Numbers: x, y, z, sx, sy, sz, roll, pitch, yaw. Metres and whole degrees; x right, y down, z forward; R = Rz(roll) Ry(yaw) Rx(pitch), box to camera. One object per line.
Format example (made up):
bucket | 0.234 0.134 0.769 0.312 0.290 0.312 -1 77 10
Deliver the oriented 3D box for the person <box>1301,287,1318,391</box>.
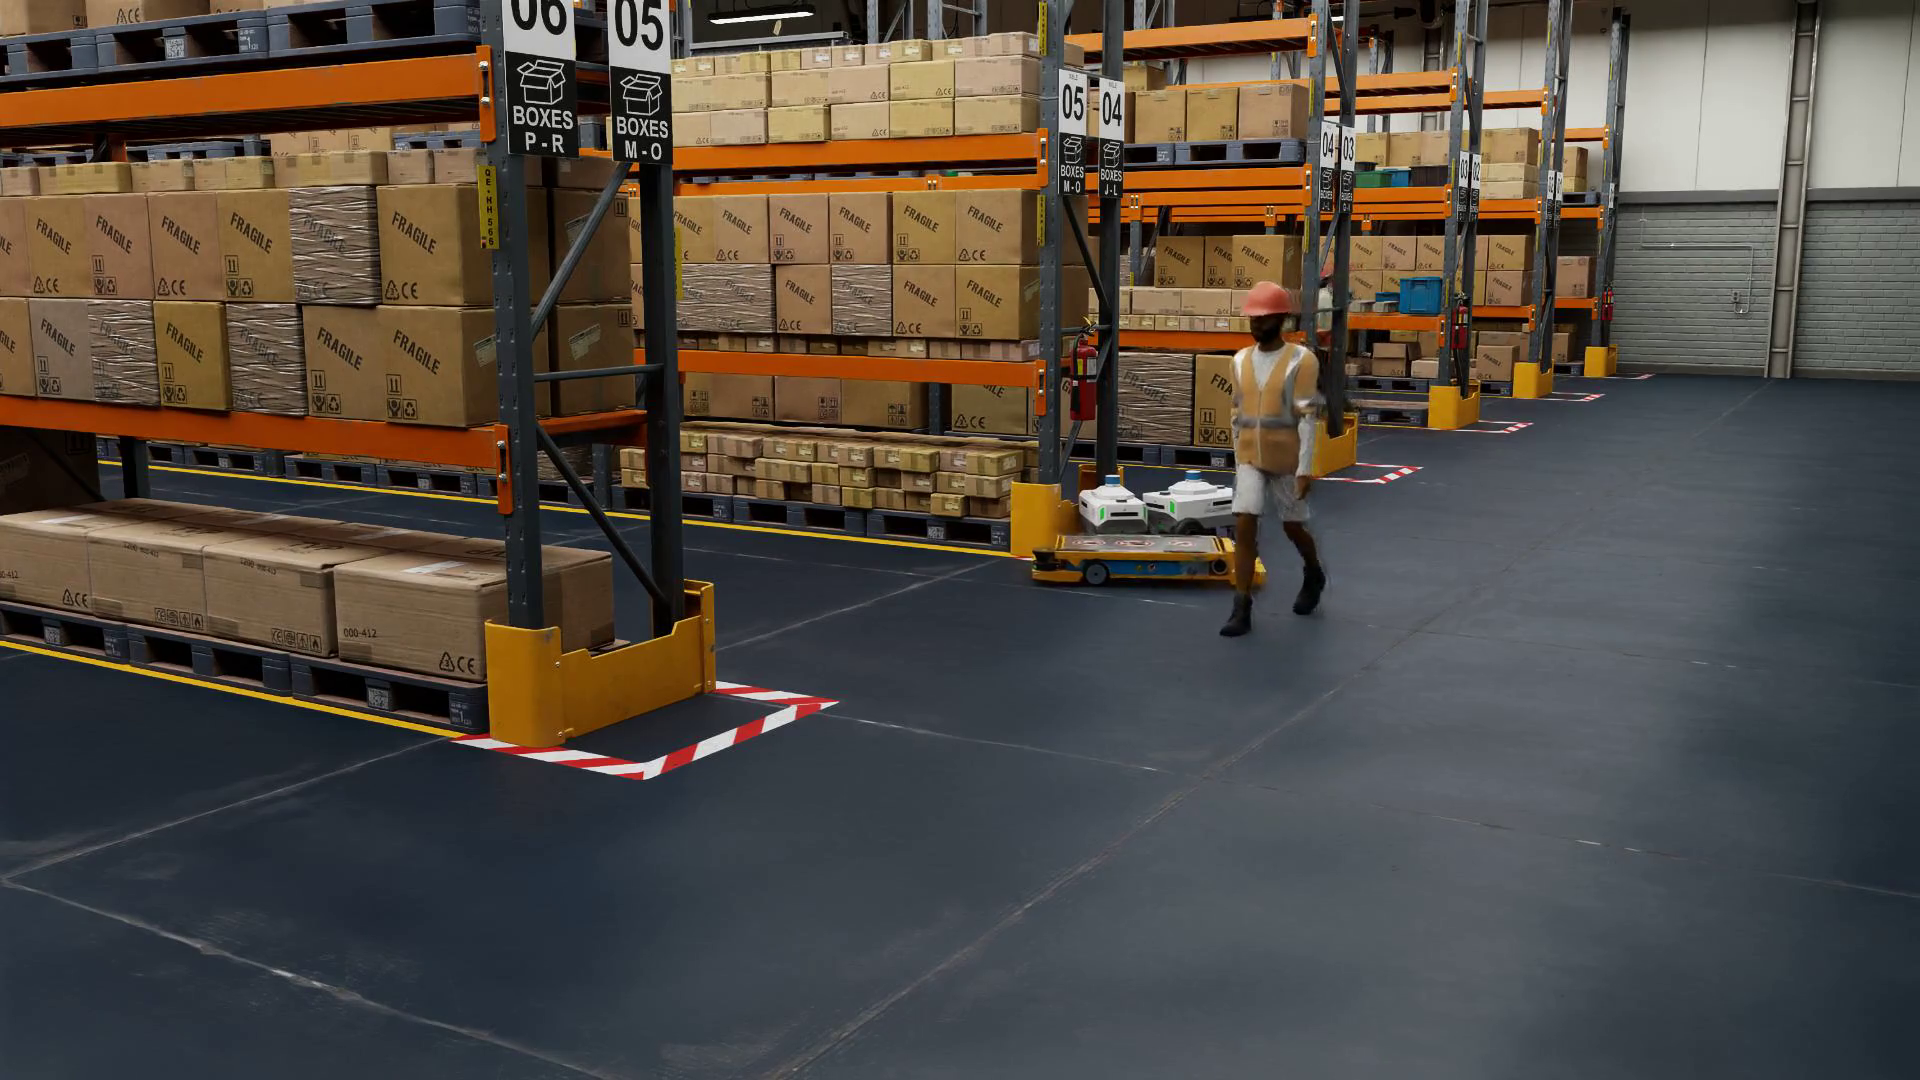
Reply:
person | 5.273 -3.142 24.875 0.544 1.867 0.605 5 11 26

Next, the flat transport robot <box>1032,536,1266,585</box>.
flat transport robot | 1.181 0.114 10.490 1.431 0.197 0.652 1 10 5

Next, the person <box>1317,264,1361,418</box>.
person | 4.249 -2.252 19.411 0.936 1.961 0.621 4 11 23

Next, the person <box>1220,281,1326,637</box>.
person | 1.742 -0.463 9.110 0.554 1.904 0.932 7 12 36

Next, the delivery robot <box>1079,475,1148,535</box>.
delivery robot | 1.026 -0.196 11.202 0.477 0.478 0.707 -1 10 -8

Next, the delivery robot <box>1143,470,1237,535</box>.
delivery robot | 1.598 -0.236 11.435 0.707 0.478 0.477 -7 12 -36
